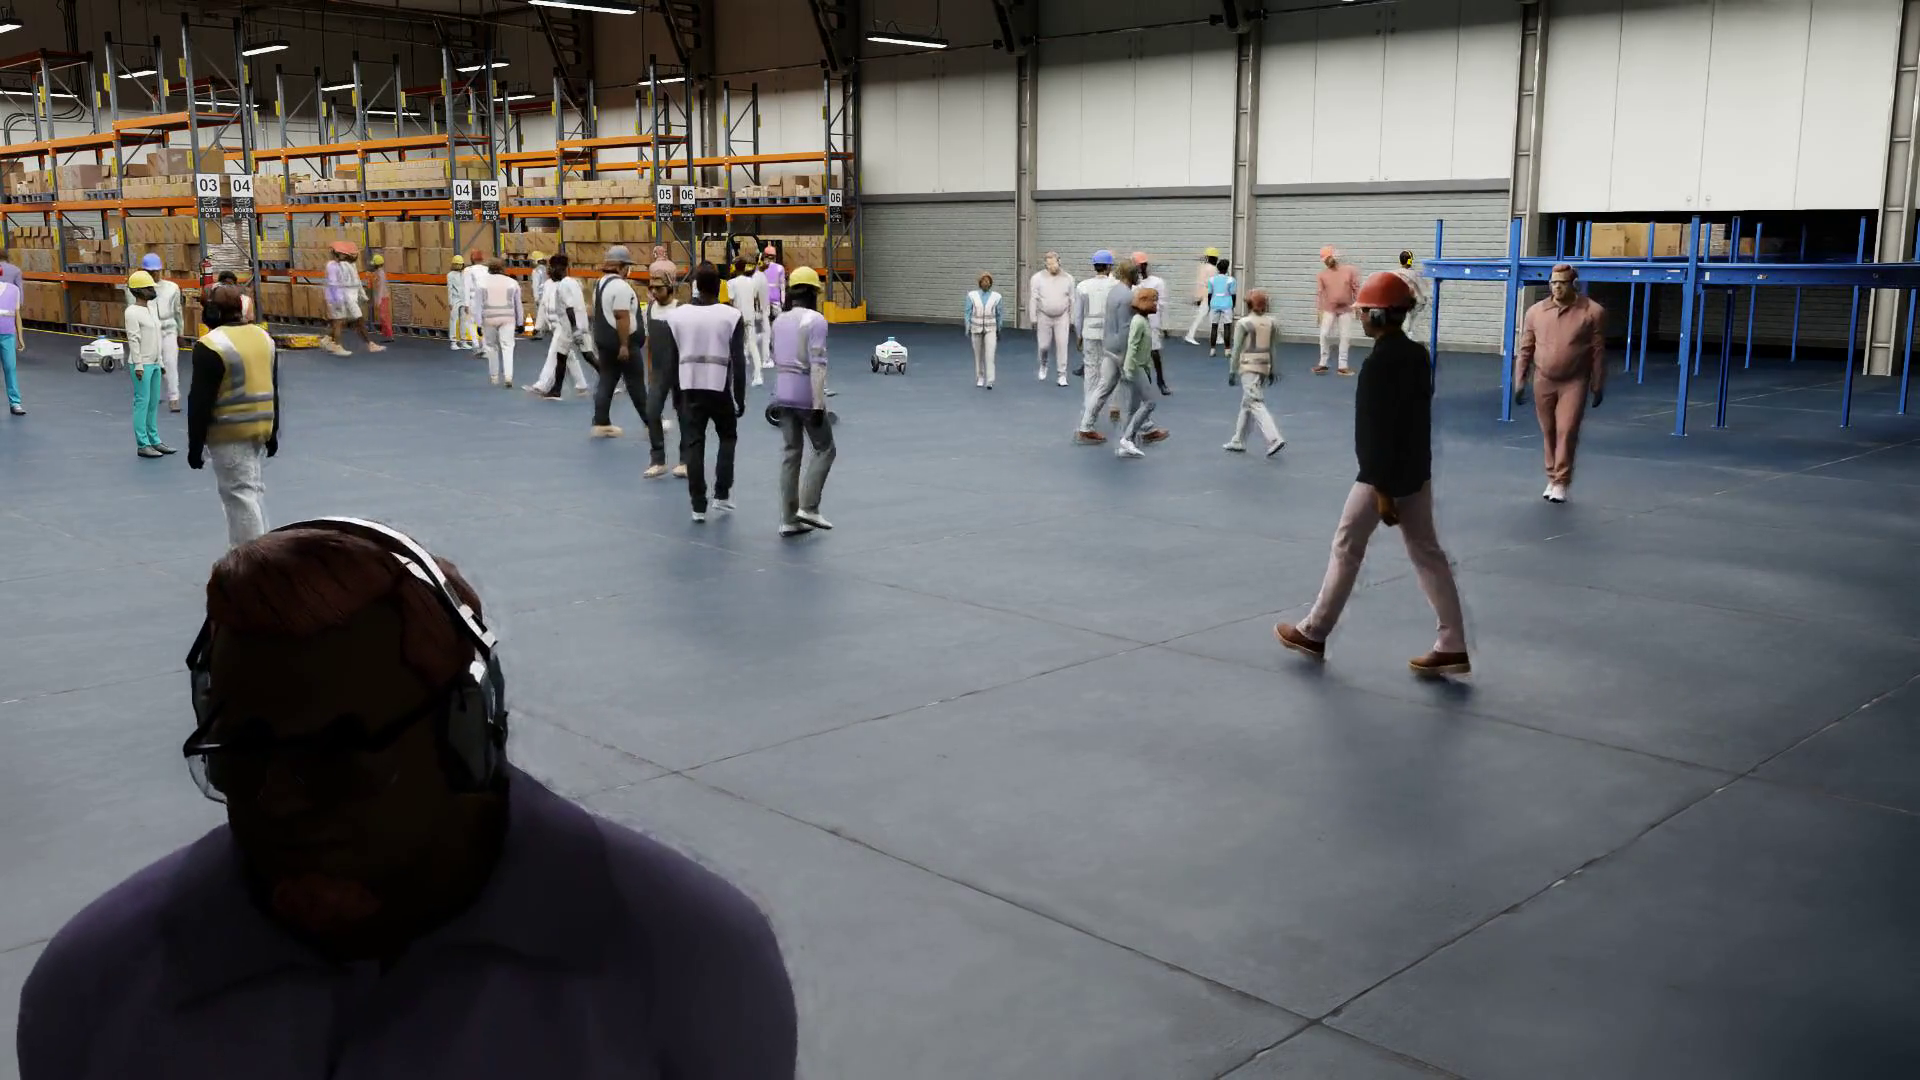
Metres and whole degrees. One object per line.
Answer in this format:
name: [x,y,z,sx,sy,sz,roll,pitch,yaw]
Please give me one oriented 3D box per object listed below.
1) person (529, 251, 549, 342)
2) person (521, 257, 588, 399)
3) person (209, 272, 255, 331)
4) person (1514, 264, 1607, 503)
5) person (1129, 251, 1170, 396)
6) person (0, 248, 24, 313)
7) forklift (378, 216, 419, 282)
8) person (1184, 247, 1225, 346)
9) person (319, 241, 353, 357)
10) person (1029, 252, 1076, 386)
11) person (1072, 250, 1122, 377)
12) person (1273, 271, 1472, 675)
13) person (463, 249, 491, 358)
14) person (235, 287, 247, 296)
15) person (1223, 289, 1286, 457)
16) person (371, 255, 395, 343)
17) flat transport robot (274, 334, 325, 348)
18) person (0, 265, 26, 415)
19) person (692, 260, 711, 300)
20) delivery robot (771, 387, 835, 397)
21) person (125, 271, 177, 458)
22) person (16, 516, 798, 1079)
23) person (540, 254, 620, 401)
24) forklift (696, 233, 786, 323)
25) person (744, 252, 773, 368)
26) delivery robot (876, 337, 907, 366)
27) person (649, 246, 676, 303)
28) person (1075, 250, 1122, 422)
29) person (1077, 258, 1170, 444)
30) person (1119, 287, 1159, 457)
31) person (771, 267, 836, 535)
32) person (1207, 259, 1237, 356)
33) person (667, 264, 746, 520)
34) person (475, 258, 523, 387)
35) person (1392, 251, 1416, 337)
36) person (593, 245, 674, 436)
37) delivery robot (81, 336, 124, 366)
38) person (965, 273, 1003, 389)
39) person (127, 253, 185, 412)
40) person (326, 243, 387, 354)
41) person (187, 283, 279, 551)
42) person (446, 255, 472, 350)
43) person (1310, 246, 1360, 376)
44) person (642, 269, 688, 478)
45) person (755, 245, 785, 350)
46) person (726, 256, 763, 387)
person: [-8.255,-4.842,33.086,0.739,1.812,0.607,2,11,9]
person: [-5.271,-2.744,21.544,1.027,1.824,0.587,-9,13,-39]
person: [-8.847,-2.423,20.254,0.553,1.653,0.835,-6,12,-29]
person: [4.718,-1.233,13.181,0.668,1.873,0.875,7,13,35]
person: [2.453,-2.825,21.823,0.604,1.902,0.609,5,12,27]
person: [-16.925,-4.204,29.398,1.037,1.885,0.638,10,14,44]
forklift: [-17.868,-9.201,54.028,1.873,2.768,1.129,-10,14,-44]
person: [4.781,-4.719,32.210,0.974,1.884,0.614,-3,11,-13]
person: [-10.885,-4.204,29.053,0.586,2.002,0.669,-2,11,-11]
person: [1.322,-3.140,23.581,0.691,1.882,0.573,0,10,-1]
person: [2.171,-3.393,24.922,0.983,1.898,0.553,7,13,34]
person: [2.069,-0.322,8.075,1.045,1.943,0.607,10,14,44]
person: [-8.374,-4.096,28.826,0.531,1.867,0.616,9,14,41]
person: [-15.894,-5.385,36.495,0.286,1.636,0.500,9,13,39]
person: [2.867,-1.626,16.087,0.527,1.601,0.829,-8,13,-38]
person: [-11.410,-4.750,32.817,0.344,1.724,0.630,-4,11,-22]
flat transport robot: [-12.707,-3.828,31.847,0.652,0.197,1.431,-9,14,-42]
person: [-11.364,-2.398,19.632,0.566,1.846,0.389,-10,14,-43]
person: [-4.225,-3.814,27.762,0.317,1.695,0.540,10,14,44]
delivery robot: [-1.769,-1.736,18.700,0.698,0.223,0.335,3,11,14]
person: [-7.811,-1.693,16.001,0.305,1.772,0.525,0,10,-2]
person: [-0.442,0.916,1.404,0.661,1.900,0.434,-1,10,-4]
person: [-4.896,-2.733,21.394,1.060,1.888,0.618,2,11,12]
forklift: [-5.496,-6.489,41.108,2.313,2.155,1.214,-10,14,-44]
person: [-3.224,-3.694,26.692,0.633,1.850,0.535,0,10,3]
delivery robot: [-1.061,-2.899,25.753,0.477,0.478,0.707,-3,11,-17]
person: [-5.679,-4.621,31.610,0.399,1.902,0.643,7,13,35]
person: [1.613,-2.333,19.010,0.605,1.944,0.402,2,11,11]
person: [1.644,-1.915,16.919,0.946,1.894,0.632,-2,11,-12]
person: [1.694,-1.590,15.841,0.404,1.610,0.518,2,11,10]
person: [-1.122,-0.992,11.872,0.618,1.879,0.562,9,14,40]
person: [4.597,-4.077,29.195,0.540,1.695,0.317,5,11,25]
person: [-1.893,-1.113,12.492,0.617,1.890,0.630,1,10,3]
person: [-6.475,-3.060,23.390,0.644,1.802,0.952,-3,11,-17]
person: [7.151,-3.736,26.898,0.319,1.864,0.516,-8,13,-38]
person: [-3.522,-2.093,17.557,0.837,2.000,0.701,-8,13,-36]
delivery robot: [-13.470,-2.968,26.119,0.477,0.478,0.707,1,11,3]
person: [0.330,-2.910,23.131,0.517,1.589,0.883,0,10,3]
person: [-9.770,-2.528,20.187,0.648,1.909,0.810,-7,13,-34]
person: [-10.877,-4.302,29.689,1.091,1.986,0.622,-2,11,-10]
person: [-4.444,-0.619,9.982,0.634,1.825,0.654,2,11,11]
person: [-9.311,-4.423,30.955,0.322,1.742,0.493,6,12,31]
person: [5.733,-3.477,25.292,0.703,1.944,0.380,3,11,13]
person: [-2.539,-1.433,14.448,0.538,1.813,0.694,3,11,17]
person: [-3.535,-4.504,30.929,0.560,1.923,0.413,-2,11,-10]
person: [-3.074,-3.092,23.512,0.534,1.818,1.004,-7,12,-33]
